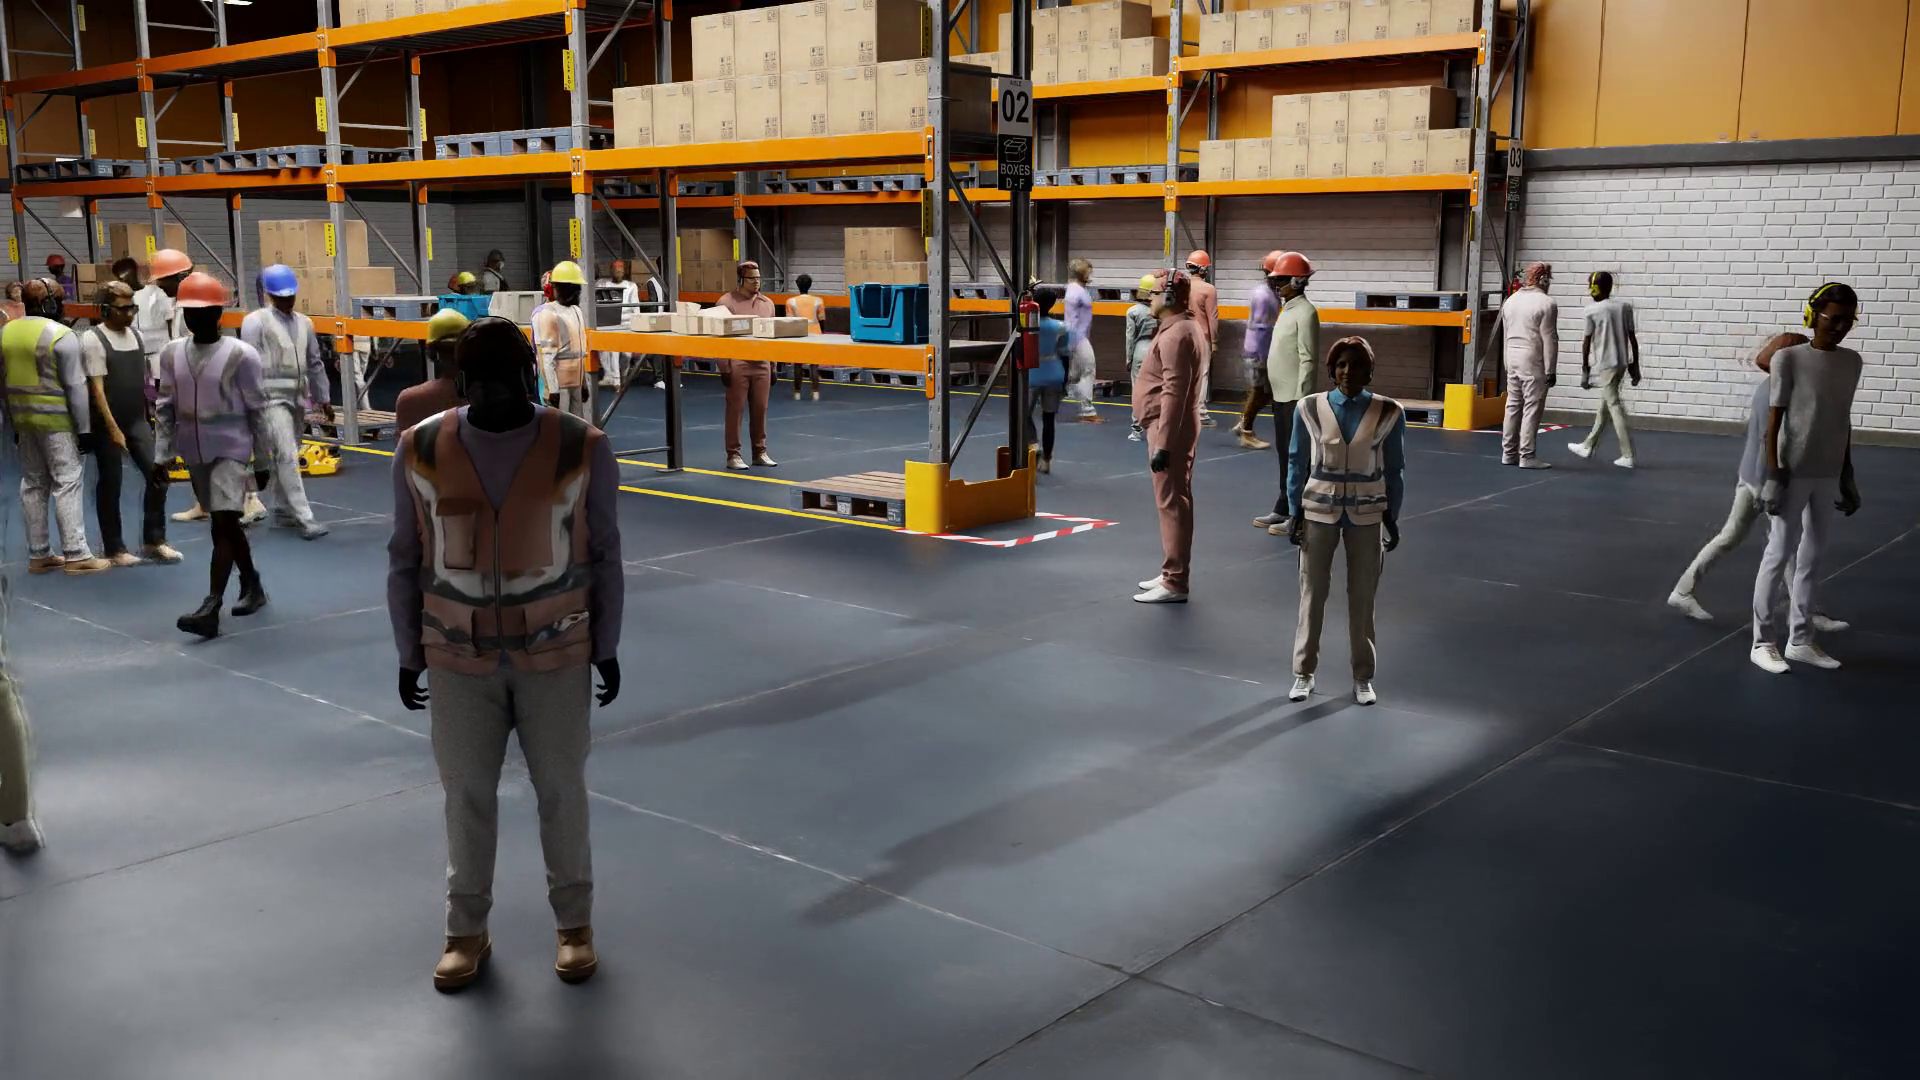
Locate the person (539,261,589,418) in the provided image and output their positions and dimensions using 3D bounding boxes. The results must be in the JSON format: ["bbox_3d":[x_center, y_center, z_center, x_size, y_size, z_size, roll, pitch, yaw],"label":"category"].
[{"bbox_3d":[-3.175,-1.291,13.488,0.397,1.919,0.585,2,10,14],"label":"person"}]

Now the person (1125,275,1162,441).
[{"bbox_3d":[1.978,-1.912,17.516,0.493,1.743,0.295,-1,10,-5],"label":"person"}]

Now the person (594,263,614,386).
[{"bbox_3d":[-5.446,-3.140,24.325,0.869,1.804,0.645,-4,11,-22],"label":"person"}]

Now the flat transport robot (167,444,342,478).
[{"bbox_3d":[-6.315,-0.710,14.858,1.431,0.197,0.652,-3,10,-16],"label":"flat transport robot"}]

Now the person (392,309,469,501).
[{"bbox_3d":[-2.300,-0.174,7.586,0.553,1.740,0.685,-6,11,-29],"label":"person"}]

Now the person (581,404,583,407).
[{"bbox_3d":[-5.002,-2.575,21.033,0.600,1.830,0.403,-7,12,-36],"label":"person"}]

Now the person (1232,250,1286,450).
[{"bbox_3d":[3.055,-1.881,16.597,0.573,2.000,0.647,5,11,24],"label":"person"}]

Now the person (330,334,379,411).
[{"bbox_3d":[-7.314,-2.278,19.986,0.831,1.591,0.541,9,13,41],"label":"person"}]

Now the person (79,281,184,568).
[{"bbox_3d":[-5.237,-0.710,10.454,0.616,1.816,0.513,4,11,24],"label":"person"}]

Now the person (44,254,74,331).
[{"bbox_3d":[-14.263,-3.565,26.394,0.551,1.937,0.375,9,13,41],"label":"person"}]

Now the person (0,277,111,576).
[{"bbox_3d":[-5.635,-0.700,10.334,0.631,1.842,0.428,4,11,20],"label":"person"}]

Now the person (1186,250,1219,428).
[{"bbox_3d":[2.669,-2.265,18.806,0.622,1.993,0.382,10,14,44],"label":"person"}]

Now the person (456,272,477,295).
[{"bbox_3d":[-6.030,-2.413,20.430,0.898,1.724,0.532,6,12,32],"label":"person"}]

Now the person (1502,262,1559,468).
[{"bbox_3d":[5.269,-1.598,15.314,0.401,1.895,0.651,-4,11,-22],"label":"person"}]

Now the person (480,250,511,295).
[{"bbox_3d":[-7.852,-3.961,28.334,1.040,2.000,0.701,0,10,-2],"label":"person"}]

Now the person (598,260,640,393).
[{"bbox_3d":[-4.809,-3.007,23.409,0.595,1.865,0.615,-3,11,-19],"label":"person"}]

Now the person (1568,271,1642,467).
[{"bbox_3d":[6.055,-1.610,15.628,0.510,1.797,0.956,-3,10,-18],"label":"person"}]

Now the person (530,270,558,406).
[{"bbox_3d":[-3.308,-1.272,13.578,0.390,1.846,0.564,1,10,5],"label":"person"}]

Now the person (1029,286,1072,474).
[{"bbox_3d":[0.729,-1.418,14.855,0.555,1.682,0.406,-2,10,-9],"label":"person"}]

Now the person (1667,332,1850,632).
[{"bbox_3d":[4.285,-0.318,8.899,0.881,1.584,0.507,3,10,18],"label":"person"}]

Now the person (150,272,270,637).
[{"bbox_3d":[-3.975,-0.459,8.838,0.544,1.892,1.010,1,10,8],"label":"person"}]

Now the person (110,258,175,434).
[{"bbox_3d":[-8.615,-2.022,17.657,0.692,1.924,0.410,0,10,1],"label":"person"}]

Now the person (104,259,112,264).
[{"bbox_3d":[-11.721,-3.039,23.586,0.916,1.883,0.628,3,10,14],"label":"person"}]

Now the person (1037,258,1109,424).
[{"bbox_3d":[1.289,-2.292,19.216,0.825,1.908,0.633,2,10,10],"label":"person"}]

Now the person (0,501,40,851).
[{"bbox_3d":[-3.506,0.128,5.674,0.964,1.827,0.537,7,12,34],"label":"person"}]

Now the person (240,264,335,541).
[{"bbox_3d":[-4.617,-0.957,11.620,0.809,1.897,0.688,3,10,18],"label":"person"}]

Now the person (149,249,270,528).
[{"bbox_3d":[-5.460,-1.083,12.052,0.618,2.012,0.851,-7,12,-34],"label":"person"}]

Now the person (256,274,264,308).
[{"bbox_3d":[-11.227,-3.738,27.448,0.643,1.909,0.410,0,10,-2],"label":"person"}]

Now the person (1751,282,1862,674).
[{"bbox_3d":[4.075,-0.293,7.959,0.518,1.865,0.329,-3,10,-14],"label":"person"}]

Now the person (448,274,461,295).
[{"bbox_3d":[-7.446,-3.118,24.690,0.277,1.632,0.502,-1,10,-5],"label":"person"}]

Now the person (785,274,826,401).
[{"bbox_3d":[-2.046,-2.680,22.053,0.545,1.697,0.327,-2,10,-9],"label":"person"}]

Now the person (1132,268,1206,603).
[{"bbox_3d":[1.189,-0.592,9.538,0.409,1.909,0.640,2,10,13],"label":"person"}]

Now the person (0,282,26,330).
[{"bbox_3d":[-11.338,-2.289,20.060,0.727,1.610,0.517,9,14,43],"label":"person"}]

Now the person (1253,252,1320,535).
[{"bbox_3d":[2.343,-1.035,11.803,0.382,1.994,0.613,-1,10,-6],"label":"person"}]

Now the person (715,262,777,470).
[{"bbox_3d":[-1.932,-1.593,15.274,0.635,1.899,0.402,-8,13,-37],"label":"person"}]

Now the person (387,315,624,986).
[{"bbox_3d":[-1.243,0.310,4.580,0.633,1.842,0.429,-2,10,-9],"label":"person"}]

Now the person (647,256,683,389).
[{"bbox_3d":[-4.290,-3.153,24.080,0.390,1.919,0.591,5,11,25],"label":"person"}]

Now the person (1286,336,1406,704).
[{"bbox_3d":[1.709,-0.086,7.414,0.511,1.641,0.309,2,10,12],"label":"person"}]
